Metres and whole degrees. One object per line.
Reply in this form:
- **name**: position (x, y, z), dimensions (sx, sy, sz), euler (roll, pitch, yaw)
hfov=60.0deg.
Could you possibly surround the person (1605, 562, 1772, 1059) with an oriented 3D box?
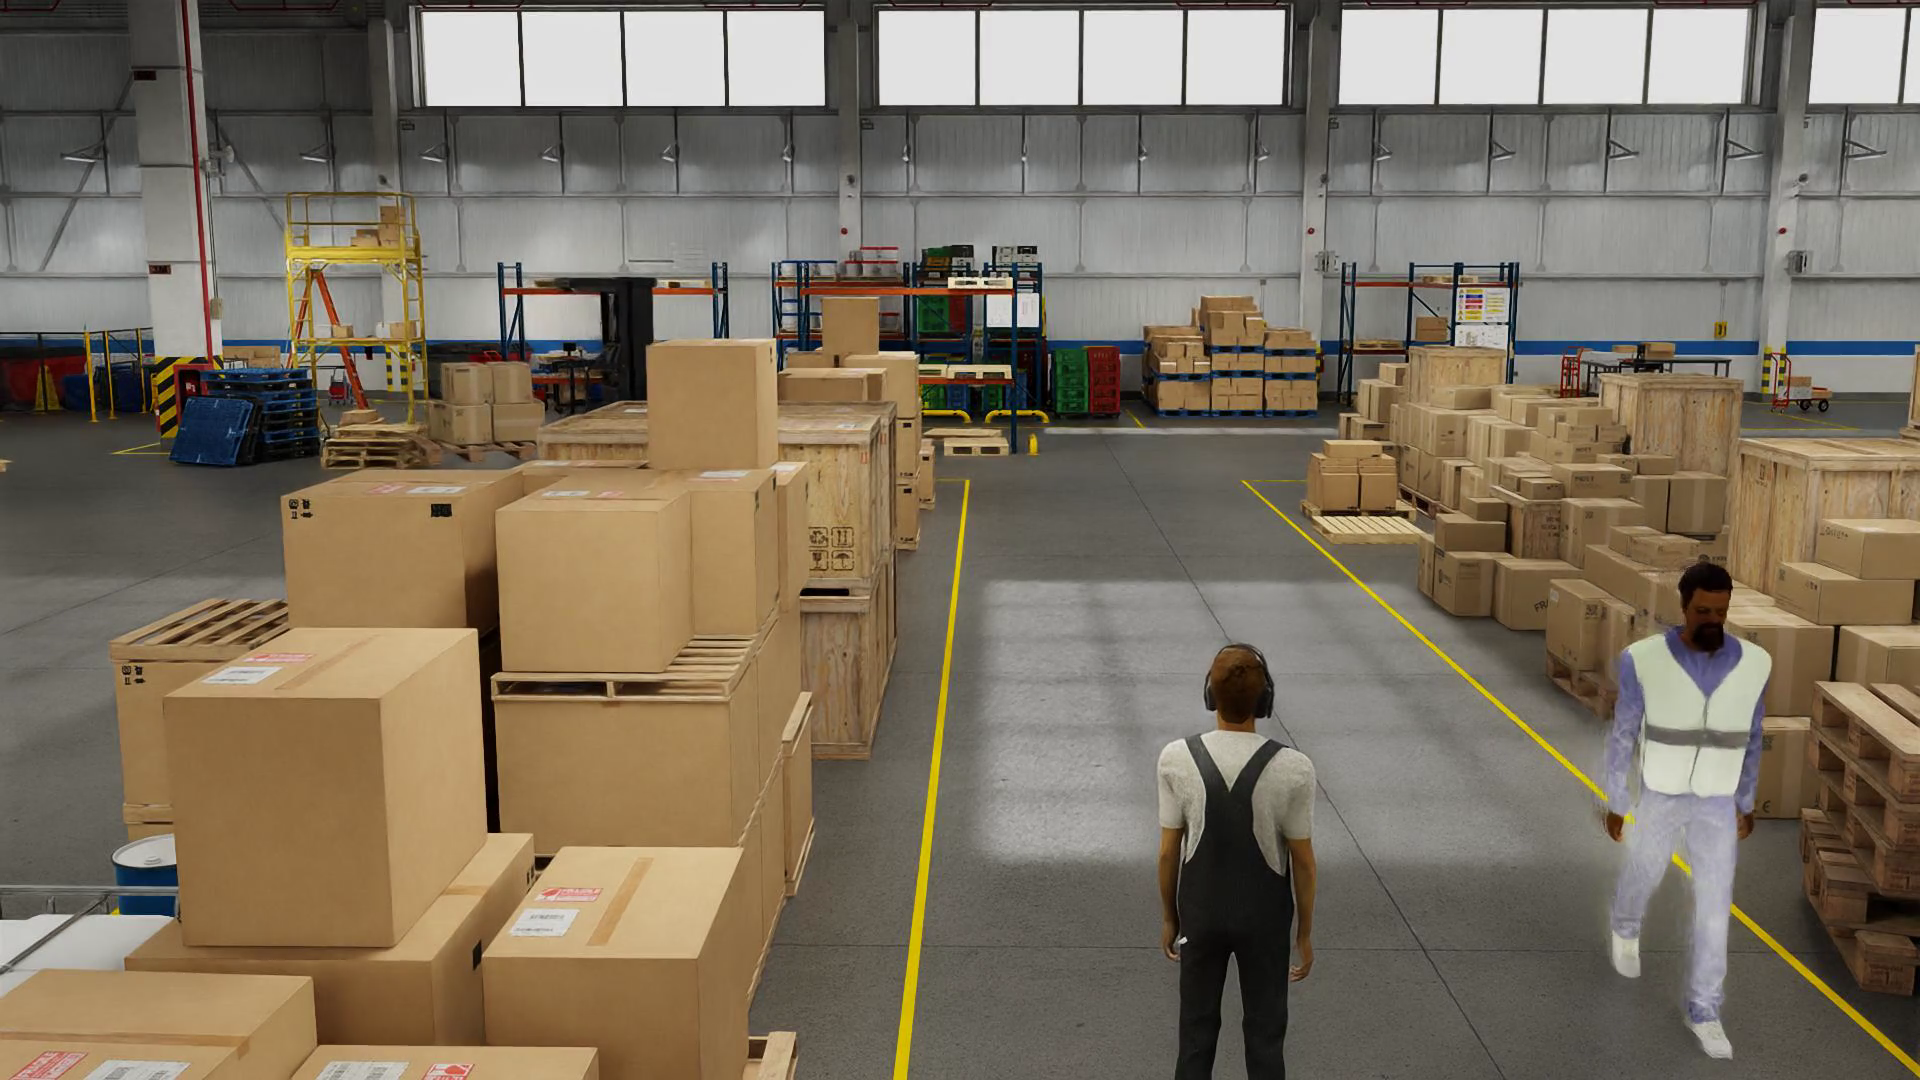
- **person**: position (2.895, 0.992, 6.696), dimensions (0.605, 1.883, 0.961), euler (1, 10, 5)

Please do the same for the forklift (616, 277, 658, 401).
- **forklift**: position (-4.575, -2.346, 23.687), dimensions (1.873, 2.768, 1.129), euler (-4, 10, -25)

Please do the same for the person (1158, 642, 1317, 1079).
- **person**: position (0.883, 1.234, 5.341), dimensions (0.508, 1.846, 0.345), euler (3, 10, 18)
